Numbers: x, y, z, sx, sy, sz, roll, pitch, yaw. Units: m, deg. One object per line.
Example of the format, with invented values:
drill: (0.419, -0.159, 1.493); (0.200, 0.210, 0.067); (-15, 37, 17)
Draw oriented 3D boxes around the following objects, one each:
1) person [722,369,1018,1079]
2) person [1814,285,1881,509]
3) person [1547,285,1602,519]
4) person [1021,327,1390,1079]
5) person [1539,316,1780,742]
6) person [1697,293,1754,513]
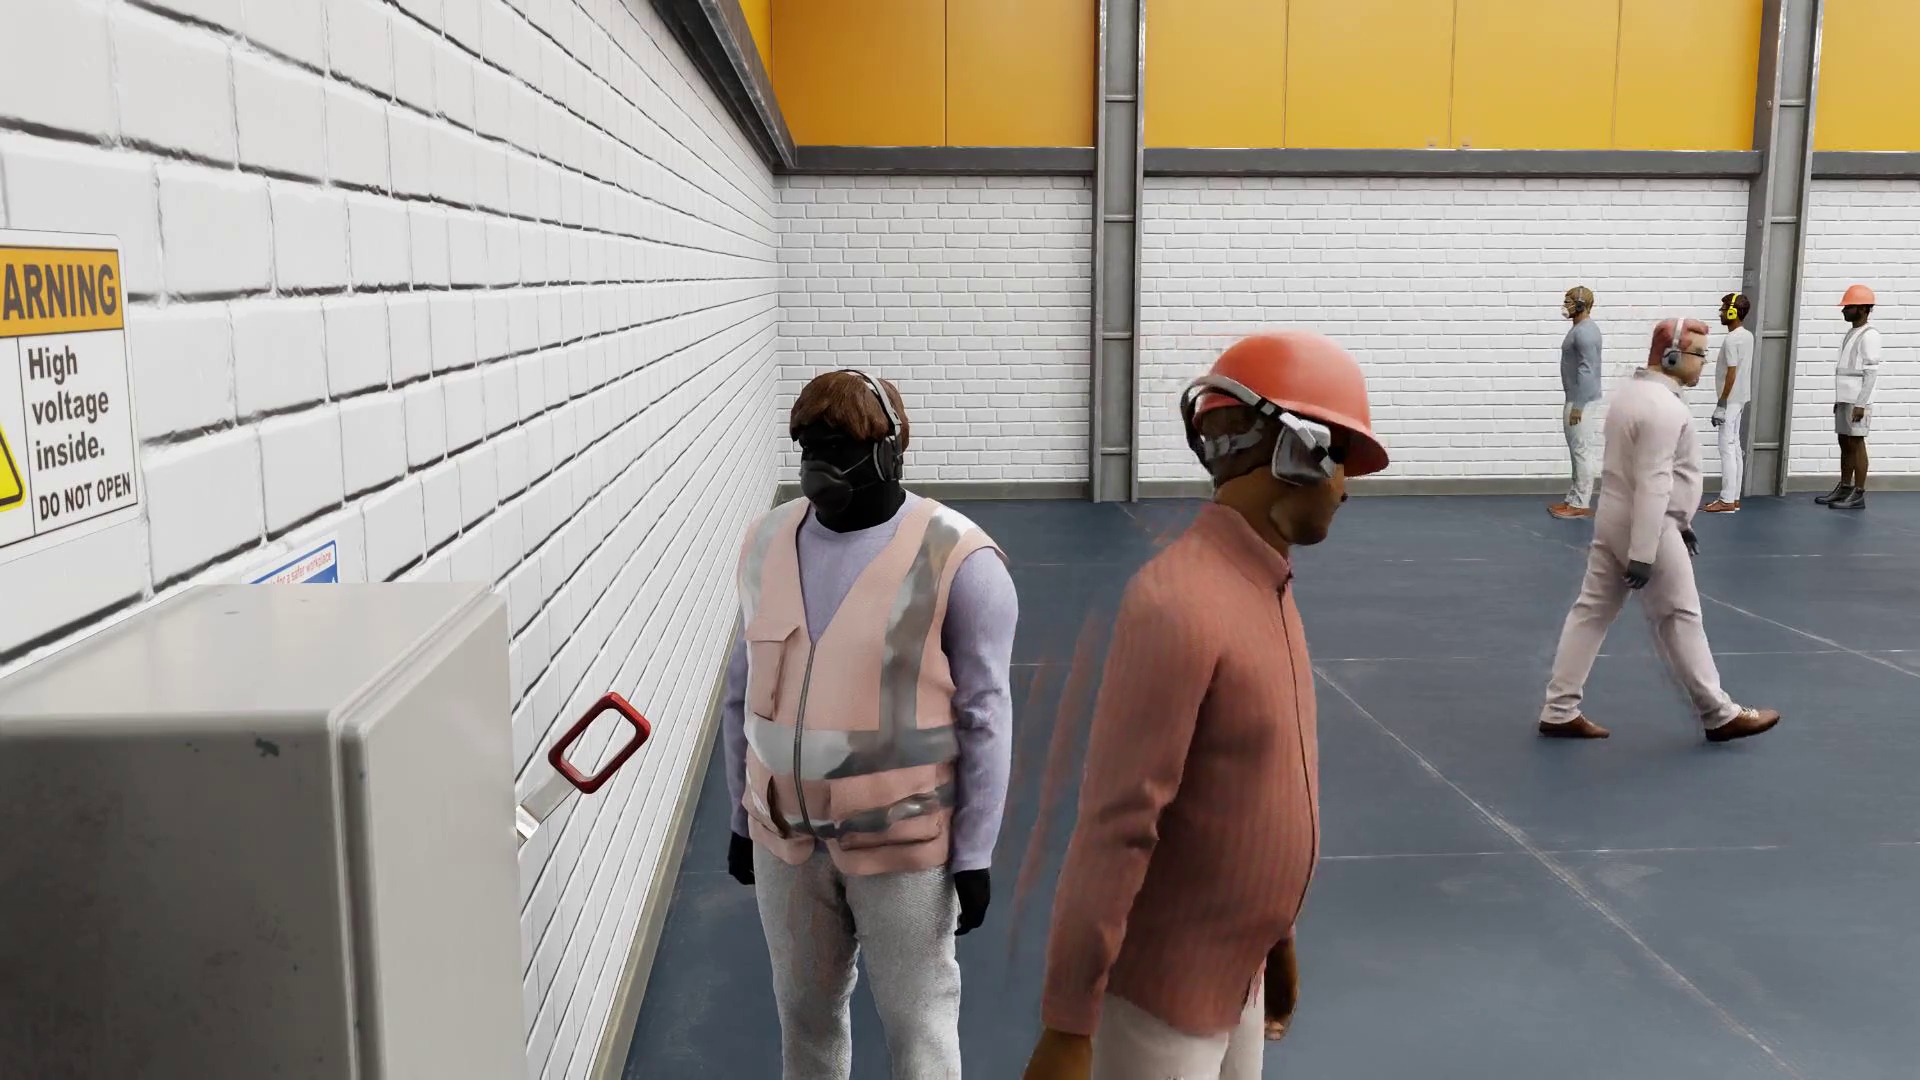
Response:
person: (-0.212, 0.584, 3.313); (0.633, 1.843, 0.429); (4, 10, 26)
person: (7.718, -1.229, 14.415); (0.364, 1.939, 0.551); (1, 9, 6)
person: (5.142, -1.141, 13.840); (0.376, 1.940, 0.629); (3, 9, 17)
person: (0.345, 0.656, 2.539); (0.510, 1.944, 0.710); (4, 10, 24)
person: (3.006, -0.026, 7.115); (1.004, 1.840, 0.629); (0, 9, 2)
person: (6.556, -1.161, 14.200); (0.328, 1.868, 0.513); (7, 11, 37)
